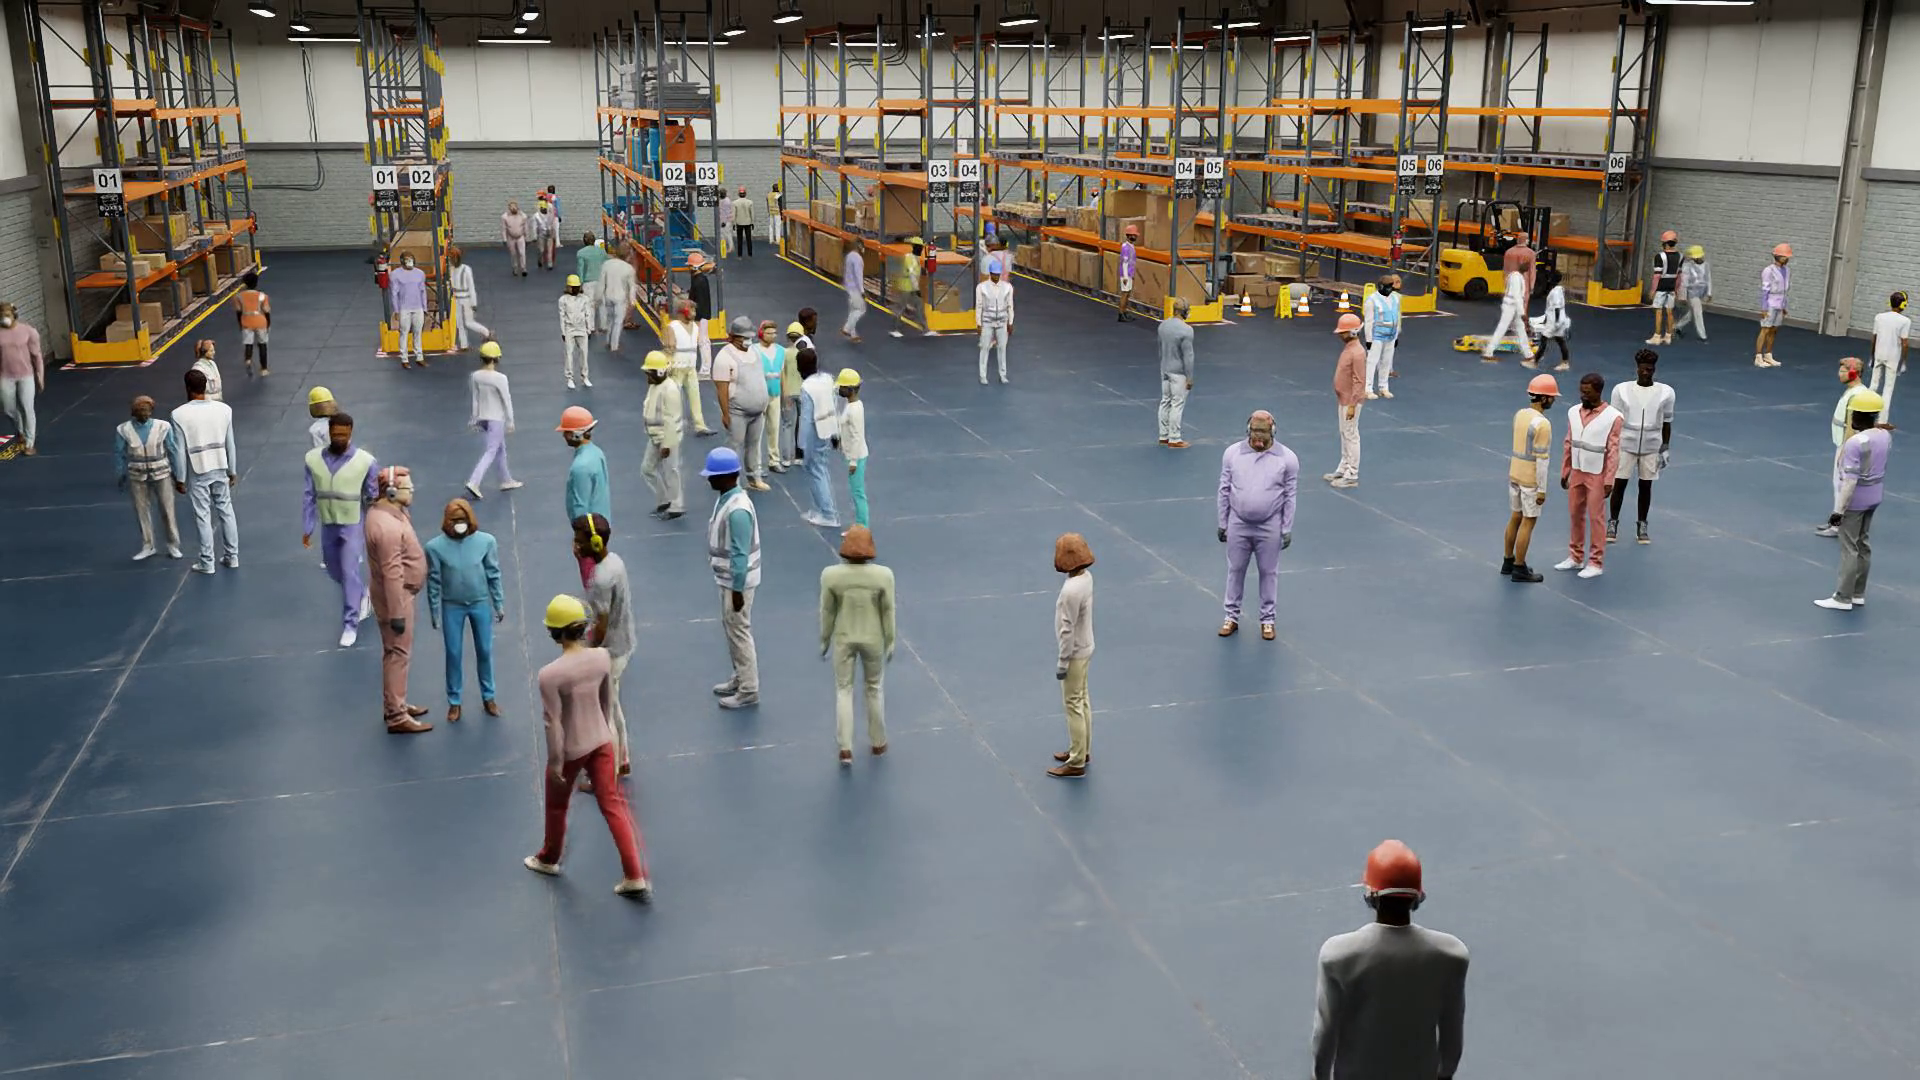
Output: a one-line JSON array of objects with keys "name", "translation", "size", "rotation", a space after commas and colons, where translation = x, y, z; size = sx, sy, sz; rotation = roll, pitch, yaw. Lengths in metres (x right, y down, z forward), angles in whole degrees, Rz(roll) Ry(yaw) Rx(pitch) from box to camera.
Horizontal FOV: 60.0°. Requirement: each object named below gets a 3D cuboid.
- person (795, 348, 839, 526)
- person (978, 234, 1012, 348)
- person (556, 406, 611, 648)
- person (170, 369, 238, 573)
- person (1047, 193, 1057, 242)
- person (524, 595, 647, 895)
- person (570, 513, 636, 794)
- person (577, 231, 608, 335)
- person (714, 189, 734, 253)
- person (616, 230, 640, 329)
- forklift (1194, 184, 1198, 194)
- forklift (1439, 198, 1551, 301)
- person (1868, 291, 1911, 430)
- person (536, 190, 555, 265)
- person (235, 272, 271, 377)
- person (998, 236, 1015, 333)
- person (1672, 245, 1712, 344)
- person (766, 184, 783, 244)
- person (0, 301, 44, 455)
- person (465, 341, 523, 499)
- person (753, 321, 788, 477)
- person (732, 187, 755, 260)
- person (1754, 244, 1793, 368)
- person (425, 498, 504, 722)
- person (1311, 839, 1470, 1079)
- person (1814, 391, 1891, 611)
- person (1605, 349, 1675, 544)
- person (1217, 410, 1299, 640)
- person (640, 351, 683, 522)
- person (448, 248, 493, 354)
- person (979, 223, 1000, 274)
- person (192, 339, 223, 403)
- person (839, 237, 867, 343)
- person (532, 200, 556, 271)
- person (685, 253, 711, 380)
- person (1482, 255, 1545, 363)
[{"name": "person", "translation": [-1.552, -1.068, 17.258], "size": [0.625, 1.879, 0.637], "rotation": [6, 16, 21]}, {"name": "person", "translation": [0.580, -4.467, 29.747], "size": [0.540, 2.000, 0.690], "rotation": [14, 20, 43]}, {"name": "person", "translation": [-3.011, -0.095, 13.406], "size": [0.405, 1.986, 0.607], "rotation": [0, 15, 1]}, {"name": "person", "translation": [-7.057, -0.643, 15.606], "size": [0.388, 1.913, 0.586], "rotation": [10, 18, 33]}, {"name": "person", "translation": [2.502, -8.633, 45.849], "size": [0.416, 1.820, 0.608], "rotation": [-6, 16, -21]}, {"name": "person", "translation": [-2.107, 1.140, 9.268], "size": [0.924, 1.722, 0.534], "rotation": [11, 19, 36]}, {"name": "person", "translation": [-2.286, 0.717, 10.610], "size": [0.438, 1.849, 0.531], "rotation": [-2, 15, -6]}, {"name": "person", "translation": [-6.935, -4.850, 31.407], "size": [0.629, 1.932, 0.378], "rotation": [-14, 20, -42]}, {"name": "person", "translation": [-6.842, -9.214, 48.048], "size": [0.493, 1.826, 0.733], "rotation": [-6, 16, -20]}, {"name": "person", "translation": [-6.404, -5.024, 32.123], "size": [0.400, 1.901, 0.651], "rotation": [-2, 15, -6]}, {"name": "forklift", "translation": [7.392, -11.333, 53.972], "size": [1.873, 2.768, 1.129], "rotation": [-4, 15, -15]}, {"name": "forklift", "translation": [11.913, -6.508, 37.130], "size": [2.313, 2.155, 1.214], "rotation": [-4, 15, -15]}, {"name": "person", "translation": [12.476, -2.410, 22.359], "size": [0.327, 1.862, 0.503], "rotation": [-9, 17, -29]}, {"name": "person", "translation": [-11.112, -8.362, 44.489], "size": [0.621, 1.992, 0.397], "rotation": [9, 17, 31]}, {"name": "person", "translation": [-11.217, -3.404, 26.421], "size": [0.548, 1.682, 0.518], "rotation": [-2, 15, -9]}, {"name": "person", "translation": [0.770, -4.813, 31.433], "size": [0.581, 1.844, 0.674], "rotation": [5, 16, 19]}, {"name": "person", "translation": [13.399, -4.509, 30.408], "size": [0.618, 1.779, 0.834], "rotation": [-8, 17, -27]}, {"name": "person", "translation": [-5.613, -9.944, 50.765], "size": [0.629, 1.837, 0.429], "rotation": [12, 19, 38]}, {"name": "person", "translation": [-11.794, -2.030, 20.799], "size": [0.648, 1.925, 0.512], "rotation": [-6, 16, -22]}, {"name": "person", "translation": [-5.270, -1.343, 18.586], "size": [0.538, 1.741, 0.851], "rotation": [10, 18, 33]}, {"name": "person", "translation": [-2.309, -1.677, 19.643], "size": [0.568, 1.836, 0.386], "rotation": [-14, 20, -42]}, {"name": "person", "translation": [-5.982, -8.742, 45.921], "size": [0.611, 1.995, 0.381], "rotation": [-4, 15, -15]}, {"name": "person", "translation": [13.484, -3.868, 27.490], "size": [0.616, 2.040, 0.382], "rotation": [-9, 17, -30]}, {"name": "person", "translation": [-3.532, 0.488, 11.896], "size": [0.515, 1.626, 0.279], "rotation": [-6, 16, -21]}, {"name": "person", "translation": [1.570, 1.943, 6.181], "size": [0.573, 1.746, 0.347], "rotation": [-1, 15, -3]}, {"name": "person", "translation": [7.749, -0.336, 14.437], "size": [0.629, 1.922, 0.397], "rotation": [-11, 18, -36]}, {"name": "person", "translation": [6.766, -0.935, 16.595], "size": [0.615, 1.964, 0.361], "rotation": [4, 15, 15]}, {"name": "person", "translation": [2.424, -0.124, 13.663], "size": [0.643, 1.908, 0.411], "rotation": [4, 15, 16]}, {"name": "person", "translation": [-3.126, -1.072, 17.394], "size": [0.464, 1.812, 0.608], "rotation": [-9, 17, -31]}, {"name": "person", "translation": [-8.587, -4.188, 29.073], "size": [0.584, 1.860, 0.692], "rotation": [10, 18, 32]}, {"name": "person", "translation": [0.599, -5.385, 33.384], "size": [0.613, 1.944, 0.410], "rotation": [-4, 15, -16]}, {"name": "person", "translation": [-8.813, -1.542, 19.527], "size": [0.313, 1.631, 0.520], "rotation": [-1, 15, -3]}, {"name": "person", "translation": [-1.921, -4.532, 30.240], "size": [0.459, 1.915, 0.652], "rotation": [-4, 15, -15]}, {"name": "person", "translation": [-10.729, -7.860, 42.937], "size": [0.610, 1.817, 0.560], "rotation": [-10, 18, -34]}, {"name": "person", "translation": [-4.122, -3.528, 26.297], "size": [0.379, 1.996, 0.608], "rotation": [-1, 15, -2]}, {"name": "person", "translation": [9.292, -3.845, 27.829], "size": [0.998, 1.825, 0.609], "rotation": [7, 17, 26]}]
